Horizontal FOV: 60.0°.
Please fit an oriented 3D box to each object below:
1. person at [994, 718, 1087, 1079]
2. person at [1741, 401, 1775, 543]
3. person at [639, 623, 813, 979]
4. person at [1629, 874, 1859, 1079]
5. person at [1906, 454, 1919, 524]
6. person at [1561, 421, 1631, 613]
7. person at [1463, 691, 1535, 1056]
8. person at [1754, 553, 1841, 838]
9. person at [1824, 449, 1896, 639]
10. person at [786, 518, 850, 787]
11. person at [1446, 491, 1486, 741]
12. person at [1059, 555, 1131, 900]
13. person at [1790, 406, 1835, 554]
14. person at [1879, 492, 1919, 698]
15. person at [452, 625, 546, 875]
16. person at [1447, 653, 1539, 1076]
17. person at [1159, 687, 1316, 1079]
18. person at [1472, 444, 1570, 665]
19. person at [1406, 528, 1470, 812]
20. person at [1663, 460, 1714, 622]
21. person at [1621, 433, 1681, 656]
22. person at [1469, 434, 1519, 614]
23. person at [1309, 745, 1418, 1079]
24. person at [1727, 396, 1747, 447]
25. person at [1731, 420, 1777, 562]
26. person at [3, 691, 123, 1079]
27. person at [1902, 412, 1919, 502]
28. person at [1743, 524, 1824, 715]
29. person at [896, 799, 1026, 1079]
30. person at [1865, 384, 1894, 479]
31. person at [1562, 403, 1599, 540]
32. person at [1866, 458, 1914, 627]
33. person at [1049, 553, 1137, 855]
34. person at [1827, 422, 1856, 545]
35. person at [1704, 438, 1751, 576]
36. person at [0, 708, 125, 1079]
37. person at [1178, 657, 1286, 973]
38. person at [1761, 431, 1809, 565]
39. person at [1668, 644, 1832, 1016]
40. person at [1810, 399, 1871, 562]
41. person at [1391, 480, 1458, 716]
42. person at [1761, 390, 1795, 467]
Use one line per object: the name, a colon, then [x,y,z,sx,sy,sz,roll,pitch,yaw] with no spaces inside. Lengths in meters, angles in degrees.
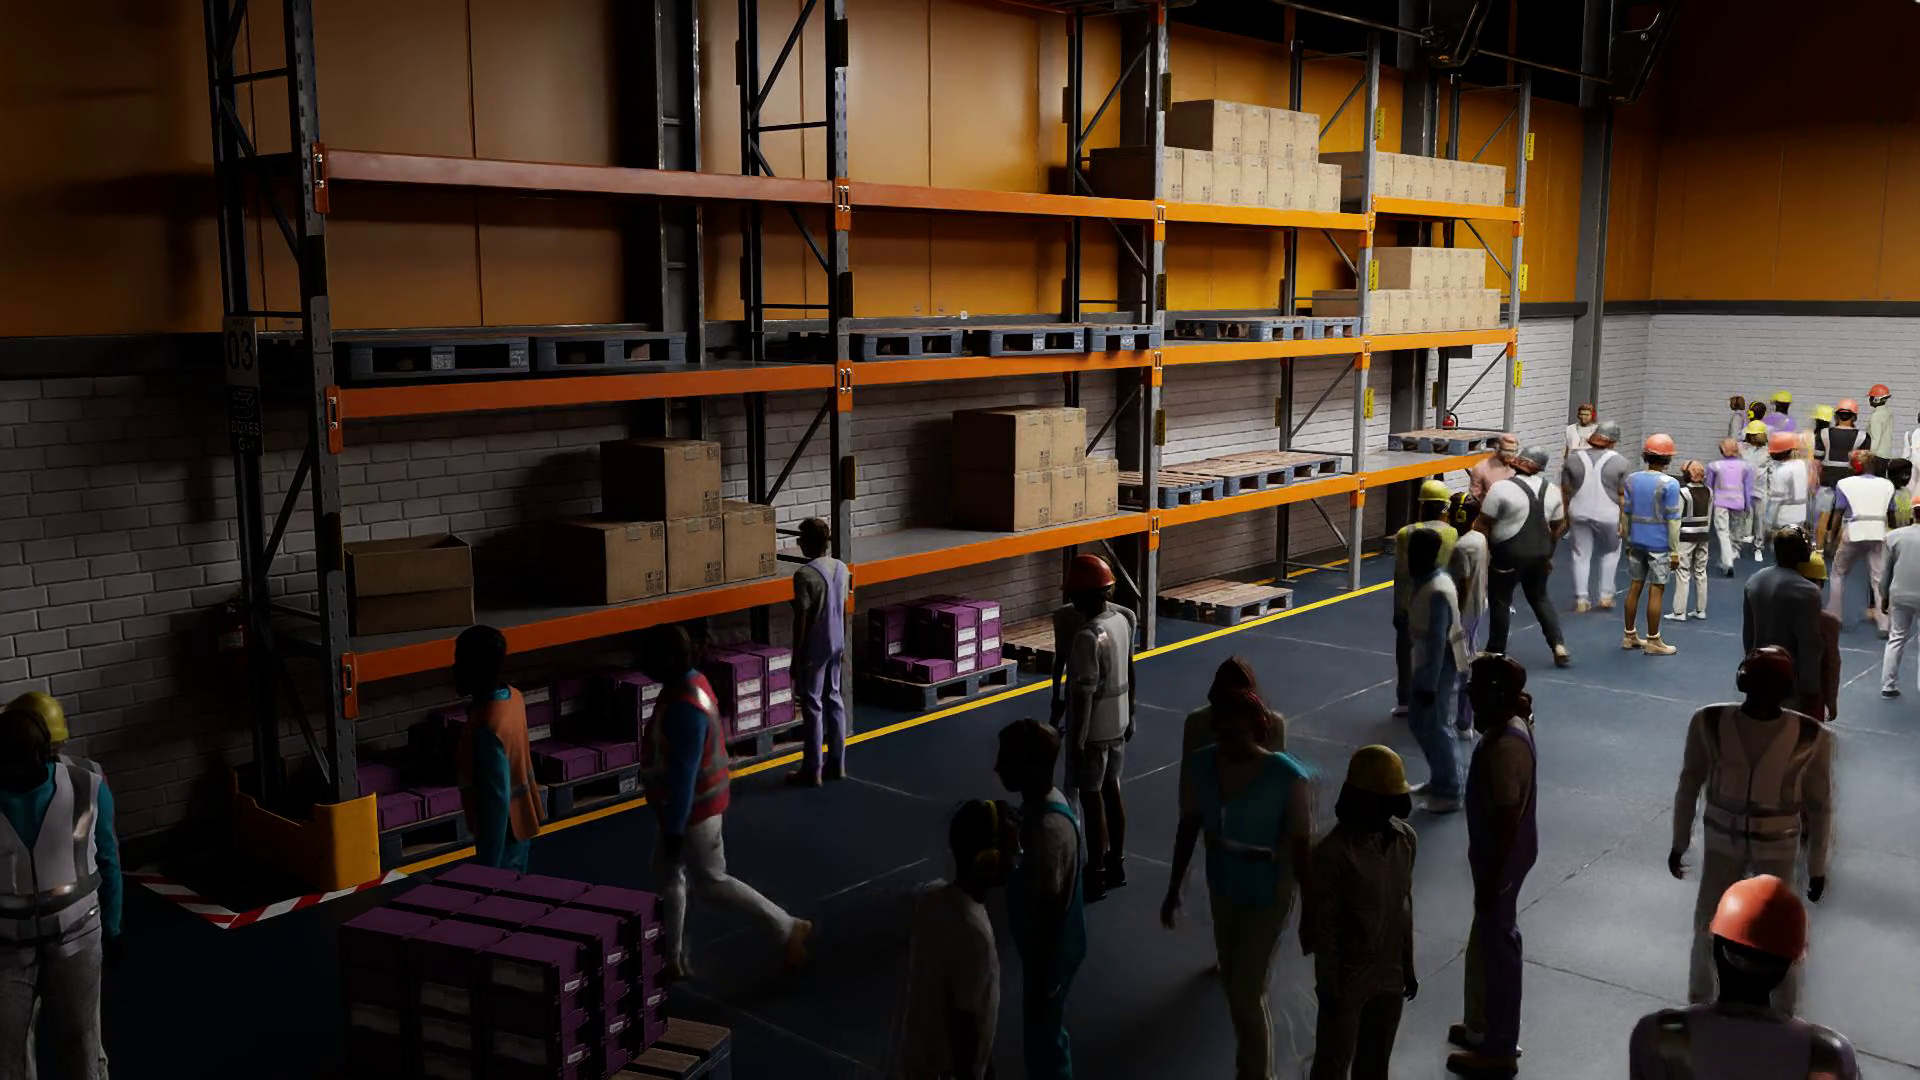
person: [0.298,1.558,6.203,0.348,1.838,0.508,0,9,0]
person: [10.445,-0.892,21.884,0.533,1.868,0.310,-3,9,-17]
person: [-1.199,1.290,8.083,0.859,1.810,0.644,-2,9,-11]
person: [1.984,1.814,4.316,0.551,1.907,0.476,3,9,20]
person: [11.741,-0.499,20.121,0.527,1.619,0.360,7,11,39]
person: [6.639,-0.271,17.323,0.706,2.000,0.685,6,11,36]
person: [2.422,1.460,7.469,0.280,1.634,0.498,3,9,19]
person: [5.187,0.955,10.319,0.329,1.763,0.523,-6,11,-36]
person: [8.761,0.024,16.201,0.682,1.794,0.824,0,9,0]
person: [-0.962,0.761,11.348,0.359,1.835,0.512,7,11,37]
person: [3.752,0.569,12.454,0.332,1.874,0.520,6,10,32]
person: [0.737,1.036,9.267,0.385,1.929,0.543,5,10,29]
person: [10.643,-0.717,20.756,0.684,1.903,0.402,3,9,21]
person: [7.820,0.460,13.572,0.351,1.742,0.569,-7,11,-39]
person: [-2.064,1.321,7.448,0.392,1.920,0.587,-1,9,-8]
person: [2.319,1.395,7.209,0.346,1.845,0.505,3,9,21]
person: [1.123,1.480,6.753,0.539,1.818,0.639,-7,11,-39]
person: [4.972,0.124,14.777,0.867,2.000,0.712,-3,9,-20]
person: [3.053,0.839,10.689,0.477,1.875,0.618,0,9,3]
person: [7.388,0.013,16.822,0.517,1.632,0.316,-4,10,-22]
person: [6.374,0.038,15.306,0.357,2.047,0.614,-4,10,-25]
person: [5.611,-0.171,17.226,0.719,1.870,0.680,1,9,7]
person: [1.513,1.606,6.175,0.487,1.744,0.294,-6,10,-32]
person: [12.322,-1.469,26.379,0.318,1.630,0.513,6,10,32]
person: [9.738,-0.604,20.433,0.492,1.741,0.313,6,10,32]
person: [-3.653,1.492,6.656,0.403,1.824,0.594,7,11,38]
person: [12.140,-0.750,20.944,0.351,1.880,0.575,-6,11,-36]
person: [5.117,0.863,10.343,0.372,1.940,0.627,-2,9,-11]
person: [0.046,1.700,5.289,0.882,1.821,0.549,-4,10,-25]
person: [12.907,-1.196,23.434,0.612,1.995,0.393,-8,12,-43]
person: [8.262,-0.893,22.005,0.393,1.836,0.560,-8,12,-43]
person: [9.347,0.032,16.505,0.543,1.681,0.629,-6,11,-33]
person: [0.777,0.994,9.757,0.516,1.860,0.323,2,9,10]
person: [11.361,-0.712,21.379,0.554,1.649,0.859,2,9,12]
person: [9.007,-0.385,19.494,0.522,1.600,0.813,1,9,7]
person: [-3.516,1.535,6.323,0.633,1.839,0.429,-6,11,-34]
person: [1.338,1.356,8.166,0.540,1.612,0.430,2,9,15]
person: [8.604,-0.198,17.339,0.625,1.893,0.450,-6,11,-35]
person: [3.466,1.361,7.332,0.645,1.871,0.380,5,10,32]
person: [10.601,-0.689,20.061,0.613,2.033,0.410,5,10,29]
person: [3.613,0.478,12.928,0.602,1.901,0.574,-1,9,-4]
person: [11.515,-1.172,23.586,0.654,1.902,0.603,-3,9,-21]
